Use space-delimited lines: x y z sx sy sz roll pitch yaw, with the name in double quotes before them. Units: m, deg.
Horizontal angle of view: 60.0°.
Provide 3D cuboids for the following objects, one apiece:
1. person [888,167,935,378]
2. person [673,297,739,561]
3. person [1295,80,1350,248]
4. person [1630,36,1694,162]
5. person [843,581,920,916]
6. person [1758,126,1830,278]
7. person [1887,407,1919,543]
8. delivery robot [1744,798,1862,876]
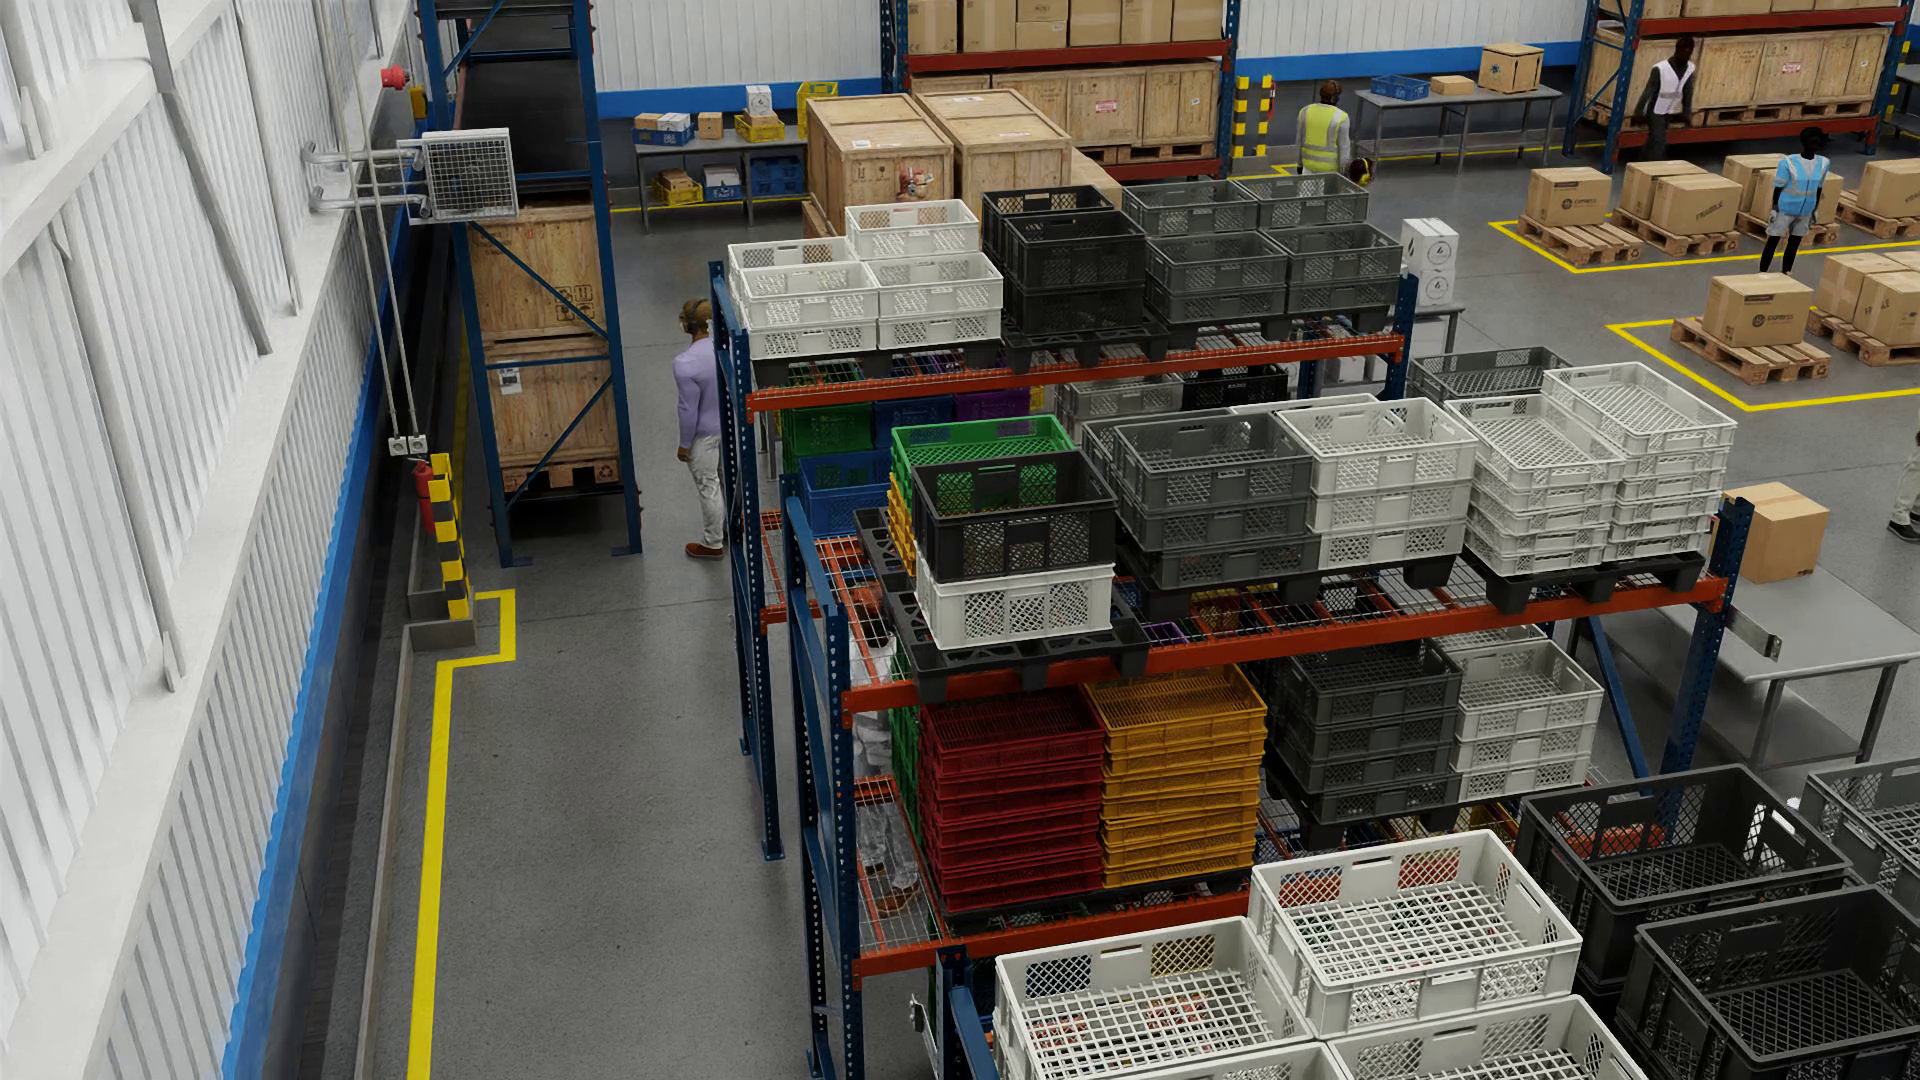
"person" -0.412 -2.366 14.766 0.409 1.909 0.640 -7 29 -13
"person" -1.779 -0.785 11.732 0.372 1.940 0.630 14 31 25
"person" 3.929 -4.048 18.025 0.634 1.841 0.429 23 35 36
"person" 8.449 -5.114 20.008 0.597 1.888 0.520 -15 31 -27
"person" -0.398 1.035 8.338 0.354 1.881 0.576 -23 36 -37
"person" 8.444 -3.341 16.837 0.532 1.696 0.319 -2 28 -3
"person" 7.148 -0.872 12.014 0.591 1.828 0.404 -13 31 -24
"delivery robot" 4.301 1.566 8.647 0.707 0.478 0.477 9 29 16
